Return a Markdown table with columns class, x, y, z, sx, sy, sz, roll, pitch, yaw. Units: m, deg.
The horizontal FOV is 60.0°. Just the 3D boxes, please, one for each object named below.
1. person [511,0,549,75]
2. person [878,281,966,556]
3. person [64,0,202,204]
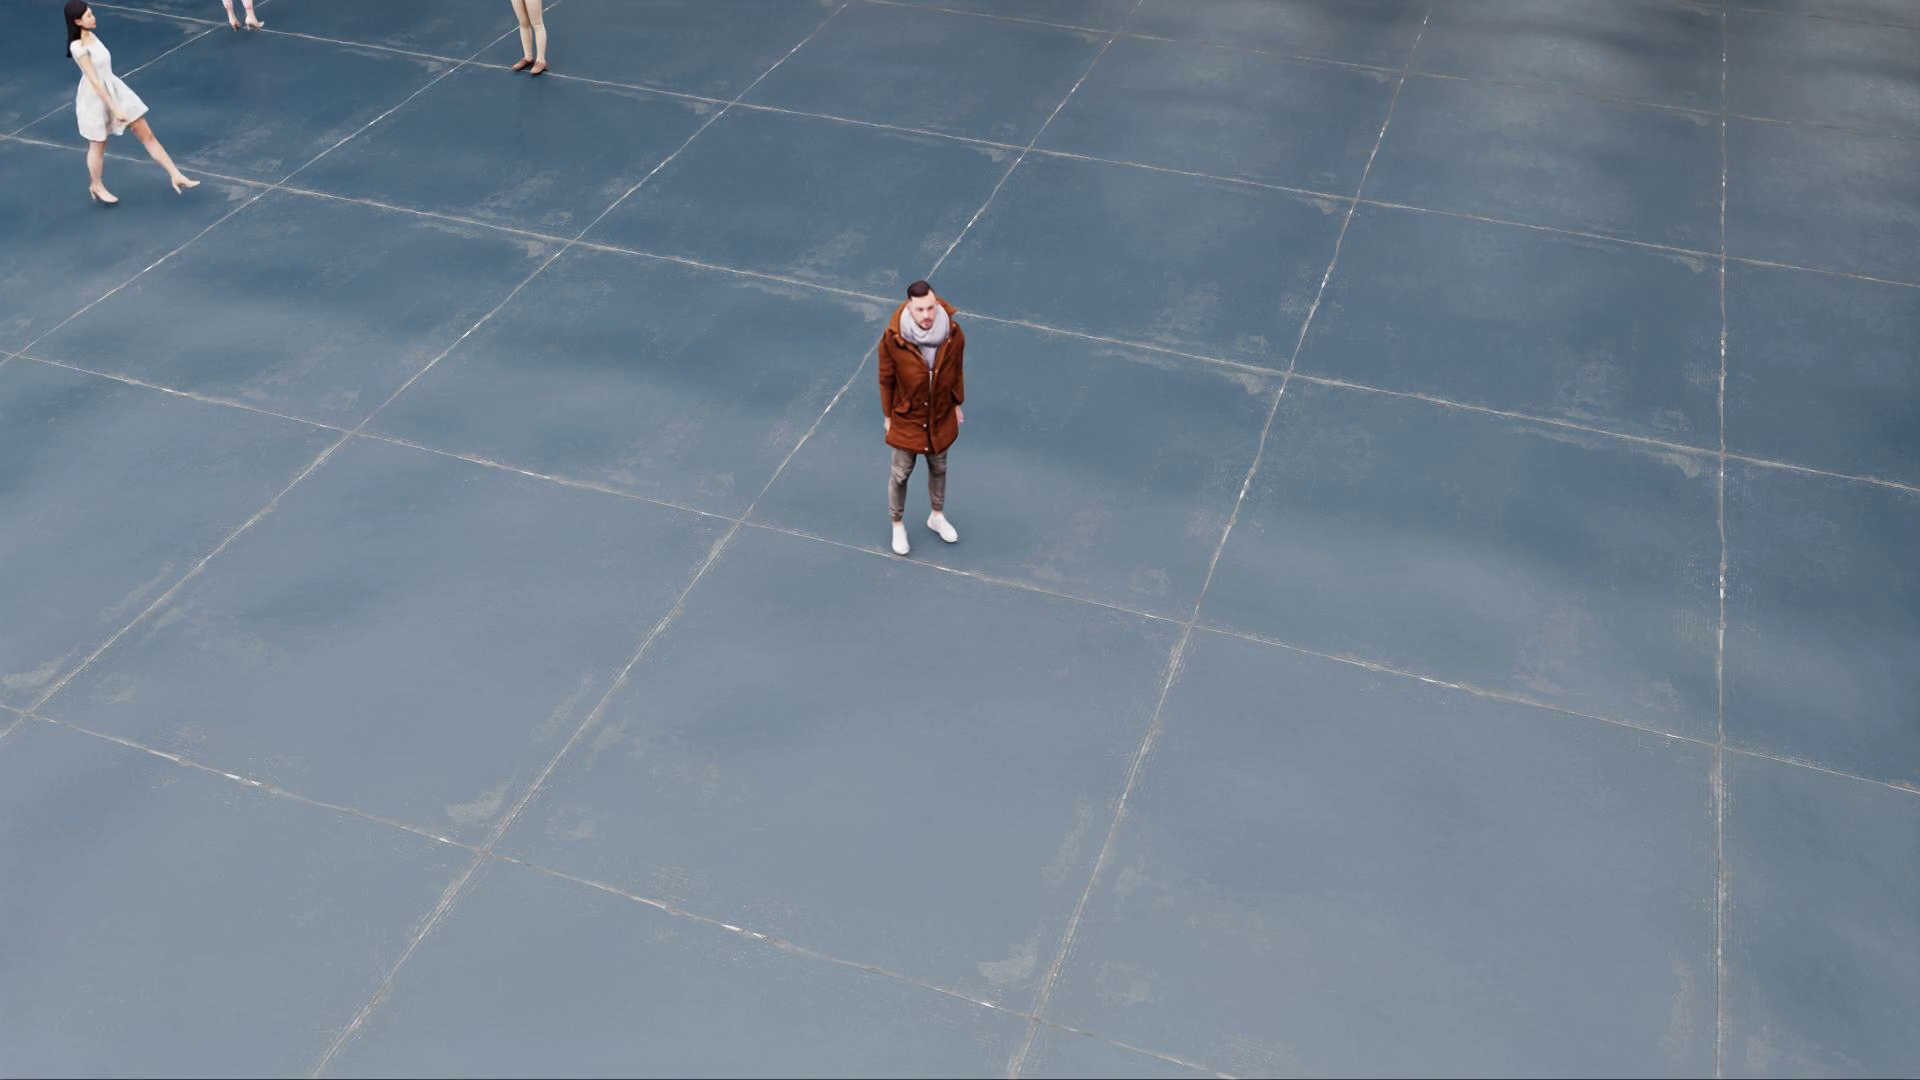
| class | x | y | z | sx | sy | sz | roll | pitch | yaw |
| --- | --- | --- | --- | --- | --- | --- | --- | --- | --- |
| person | -4.254 | -5.439 | 16.268 | 0.644 | 1.654 | 0.571 | 13 | 40 | 16 |
| person | -0.237 | -0.760 | 10.139 | 0.845 | 1.838 | 0.895 | -13 | 40 | -16 |
| person | -7.181 | -3.573 | 13.822 | 0.973 | 1.730 | 1.164 | -2 | 38 | -2 |
